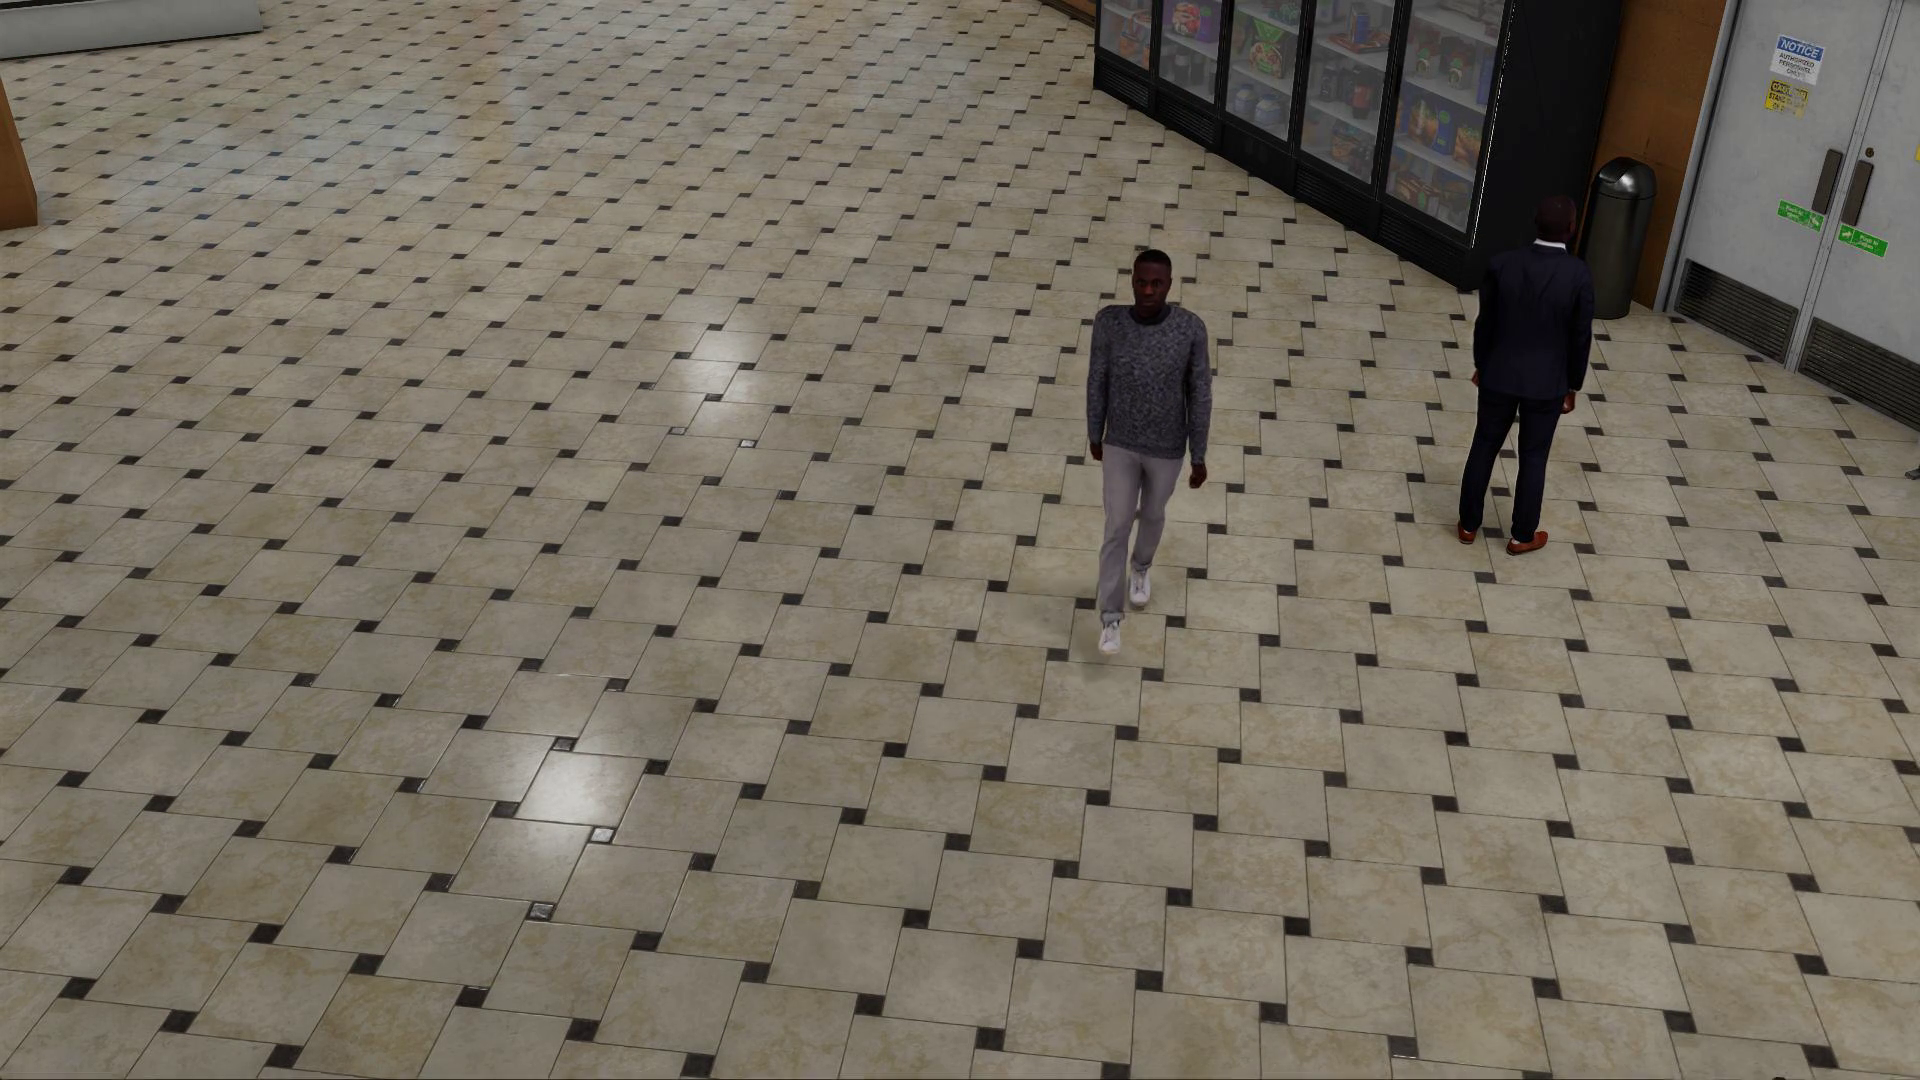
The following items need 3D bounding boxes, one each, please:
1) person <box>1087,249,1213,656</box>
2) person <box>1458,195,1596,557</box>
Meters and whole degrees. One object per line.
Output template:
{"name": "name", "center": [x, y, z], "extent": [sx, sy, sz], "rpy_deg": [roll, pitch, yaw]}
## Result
{"name": "person", "center": [0.837, -0.459, 7.426], "extent": [1.165, 1.801, 1.100], "rpy_deg": [2, 32, 4]}
{"name": "person", "center": [2.683, -0.764, 7.895], "extent": [0.790, 1.824, 0.799], "rpy_deg": [19, 37, 28]}
